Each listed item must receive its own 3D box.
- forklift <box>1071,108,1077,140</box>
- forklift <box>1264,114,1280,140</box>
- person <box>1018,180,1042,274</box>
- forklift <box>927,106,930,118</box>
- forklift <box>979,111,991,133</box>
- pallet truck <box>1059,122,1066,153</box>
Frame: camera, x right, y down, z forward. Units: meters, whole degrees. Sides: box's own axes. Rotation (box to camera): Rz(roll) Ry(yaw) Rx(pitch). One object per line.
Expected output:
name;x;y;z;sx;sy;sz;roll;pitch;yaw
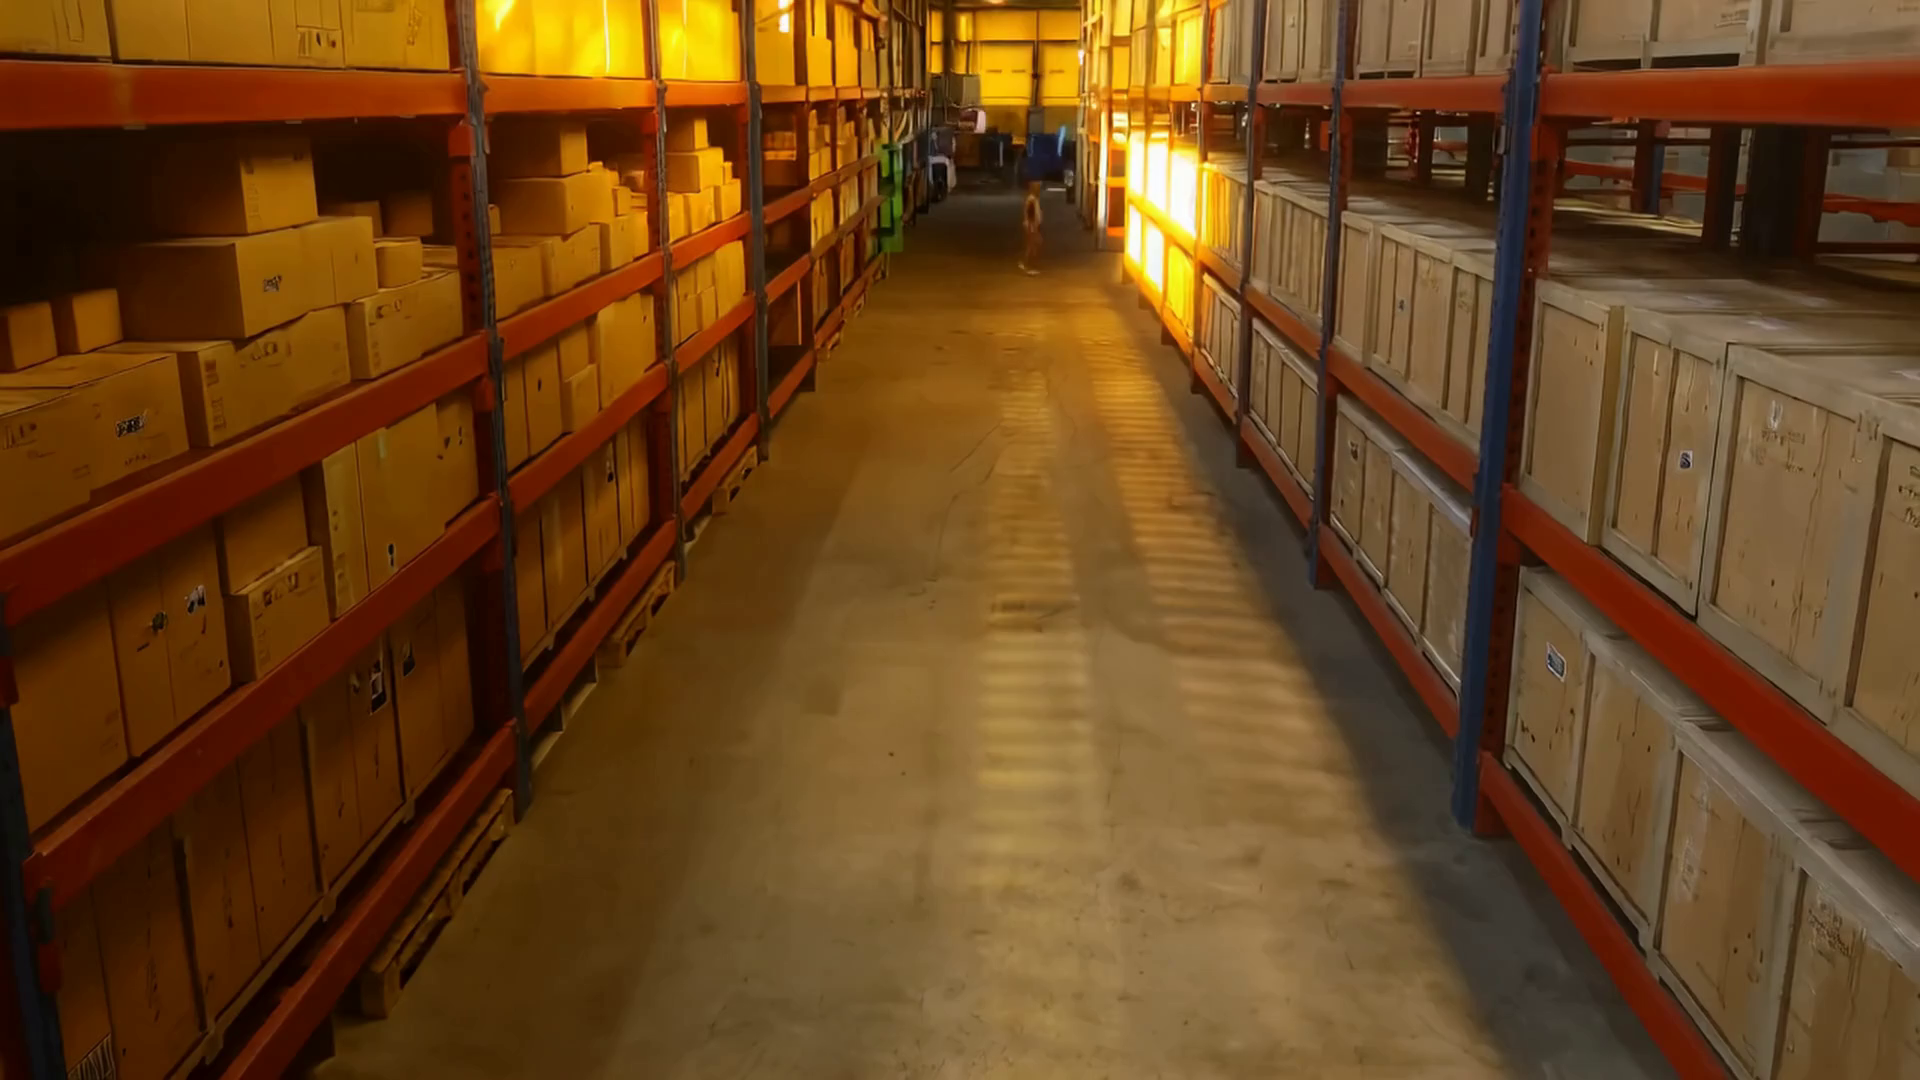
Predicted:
forklift;5.626;-18.513;76.673;1.129;2.768;1.873;-5;16;-17
forklift;11.022;-13.954;59.708;1.129;2.768;1.873;0;15;2
person;1.422;-6.094;32.449;0.440;1.828;0.599;1;15;5
forklift;-1.956;-21.097;86.286;1.129;2.768;1.873;0;15;2
forklift;0.900;-14.653;62.310;1.873;2.768;1.129;0;15;1
pallet truck;5.788;-21.111;88.014;1.885;1.965;0.823;5;16;18
